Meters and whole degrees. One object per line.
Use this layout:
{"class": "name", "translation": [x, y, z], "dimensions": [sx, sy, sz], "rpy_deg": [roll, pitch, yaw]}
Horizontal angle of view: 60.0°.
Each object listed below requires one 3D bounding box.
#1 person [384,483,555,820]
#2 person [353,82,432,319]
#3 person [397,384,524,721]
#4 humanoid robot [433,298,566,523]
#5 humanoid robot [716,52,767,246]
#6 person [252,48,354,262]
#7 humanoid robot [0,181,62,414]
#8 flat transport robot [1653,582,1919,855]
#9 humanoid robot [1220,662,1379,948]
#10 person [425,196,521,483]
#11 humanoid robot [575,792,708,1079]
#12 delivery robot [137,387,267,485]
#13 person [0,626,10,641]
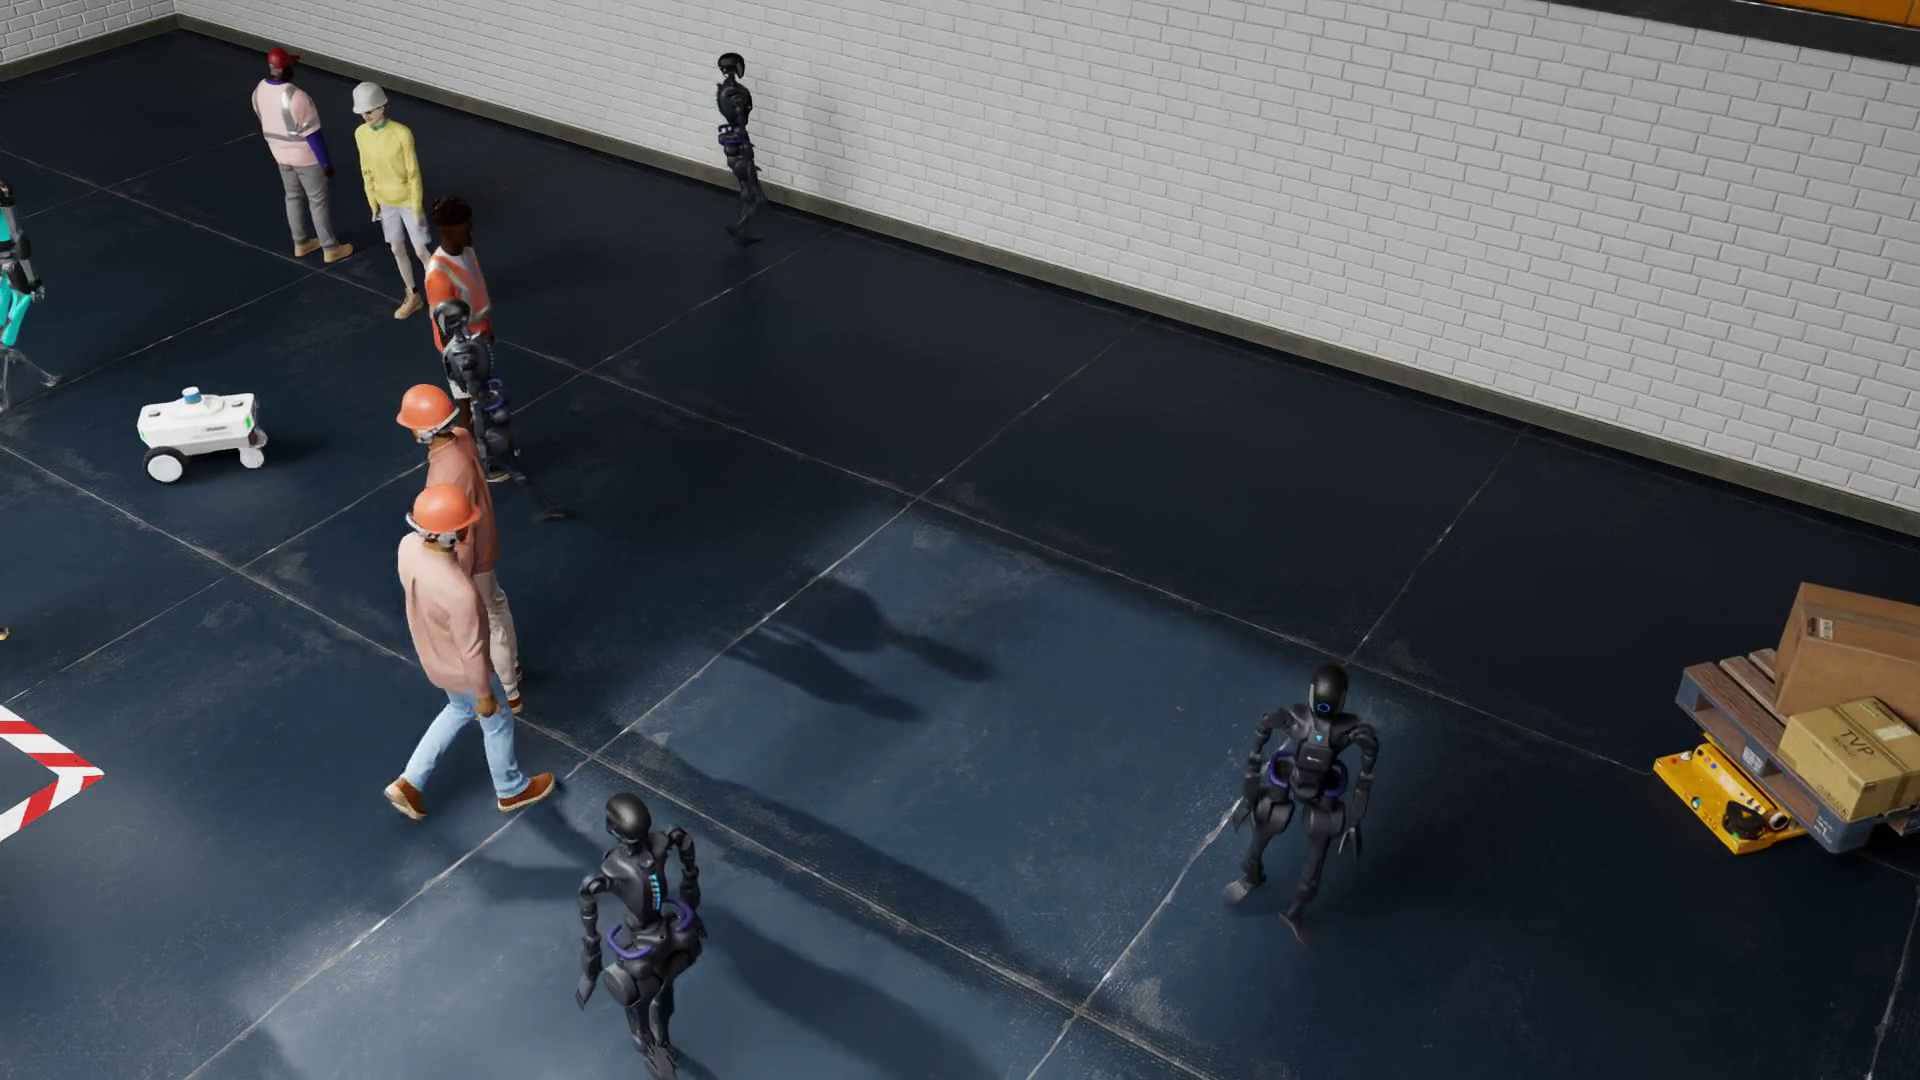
{"class": "person", "translation": [-2.452, 0.600, 7.928], "dimensions": [0.735, 1.965, 0.631], "rpy_deg": [-28, 44, -34]}
{"class": "person", "translation": [-4.237, -2.541, 12.494], "dimensions": [0.494, 1.877, 0.419], "rpy_deg": [6, 35, 9]}
{"class": "person", "translation": [-2.583, 0.069, 8.664], "dimensions": [0.389, 1.990, 0.612], "rpy_deg": [-5, 35, -7]}
{"class": "humanoid robot", "translation": [-2.891, -0.740, 10.133], "dimensions": [0.739, 1.624, 0.600], "rpy_deg": [-8, 36, -12]}
{"class": "humanoid robot", "translation": [-1.801, -3.190, 13.597], "dimensions": [0.364, 1.650, 0.597], "rpy_deg": [-12, 37, -16]}
{"class": "person", "translation": [-5.302, -3.093, 13.394], "dimensions": [0.598, 1.747, 0.420], "rpy_deg": [16, 38, 21]}
{"class": "humanoid robot", "translation": [-6.742, -1.679, 11.454], "dimensions": [0.563, 1.834, 0.813], "rpy_deg": [12, 37, 16]}
{"class": "flat transport robot", "translation": [4.394, 1.187, 8.567], "dimensions": [1.431, 0.231, 0.659], "rpy_deg": [-10, 36, -14]}
{"class": "humanoid robot", "translation": [1.520, 1.137, 7.417], "dimensions": [0.595, 1.647, 0.455], "rpy_deg": [8, 36, 11]}
{"class": "person", "translation": [-3.146, -1.283, 10.632], "dimensions": [0.391, 1.956, 0.621], "rpy_deg": [1, 35, 2]}
{"class": "humanoid robot", "translation": [-1.215, 1.675, 6.667], "dimensions": [0.601, 1.645, 0.694], "rpy_deg": [-29, 44, -35]}
{"class": "delivery robot", "translation": [-5.054, -0.730, 11.060], "dimensions": [0.798, 0.597, 0.499], "rpy_deg": [-8, 36, -12]}
{"class": "person", "translation": [-5.688, -0.137, 9.101], "dimensions": [0.460, 1.826, 0.654], "rpy_deg": [-3, 35, -4]}
